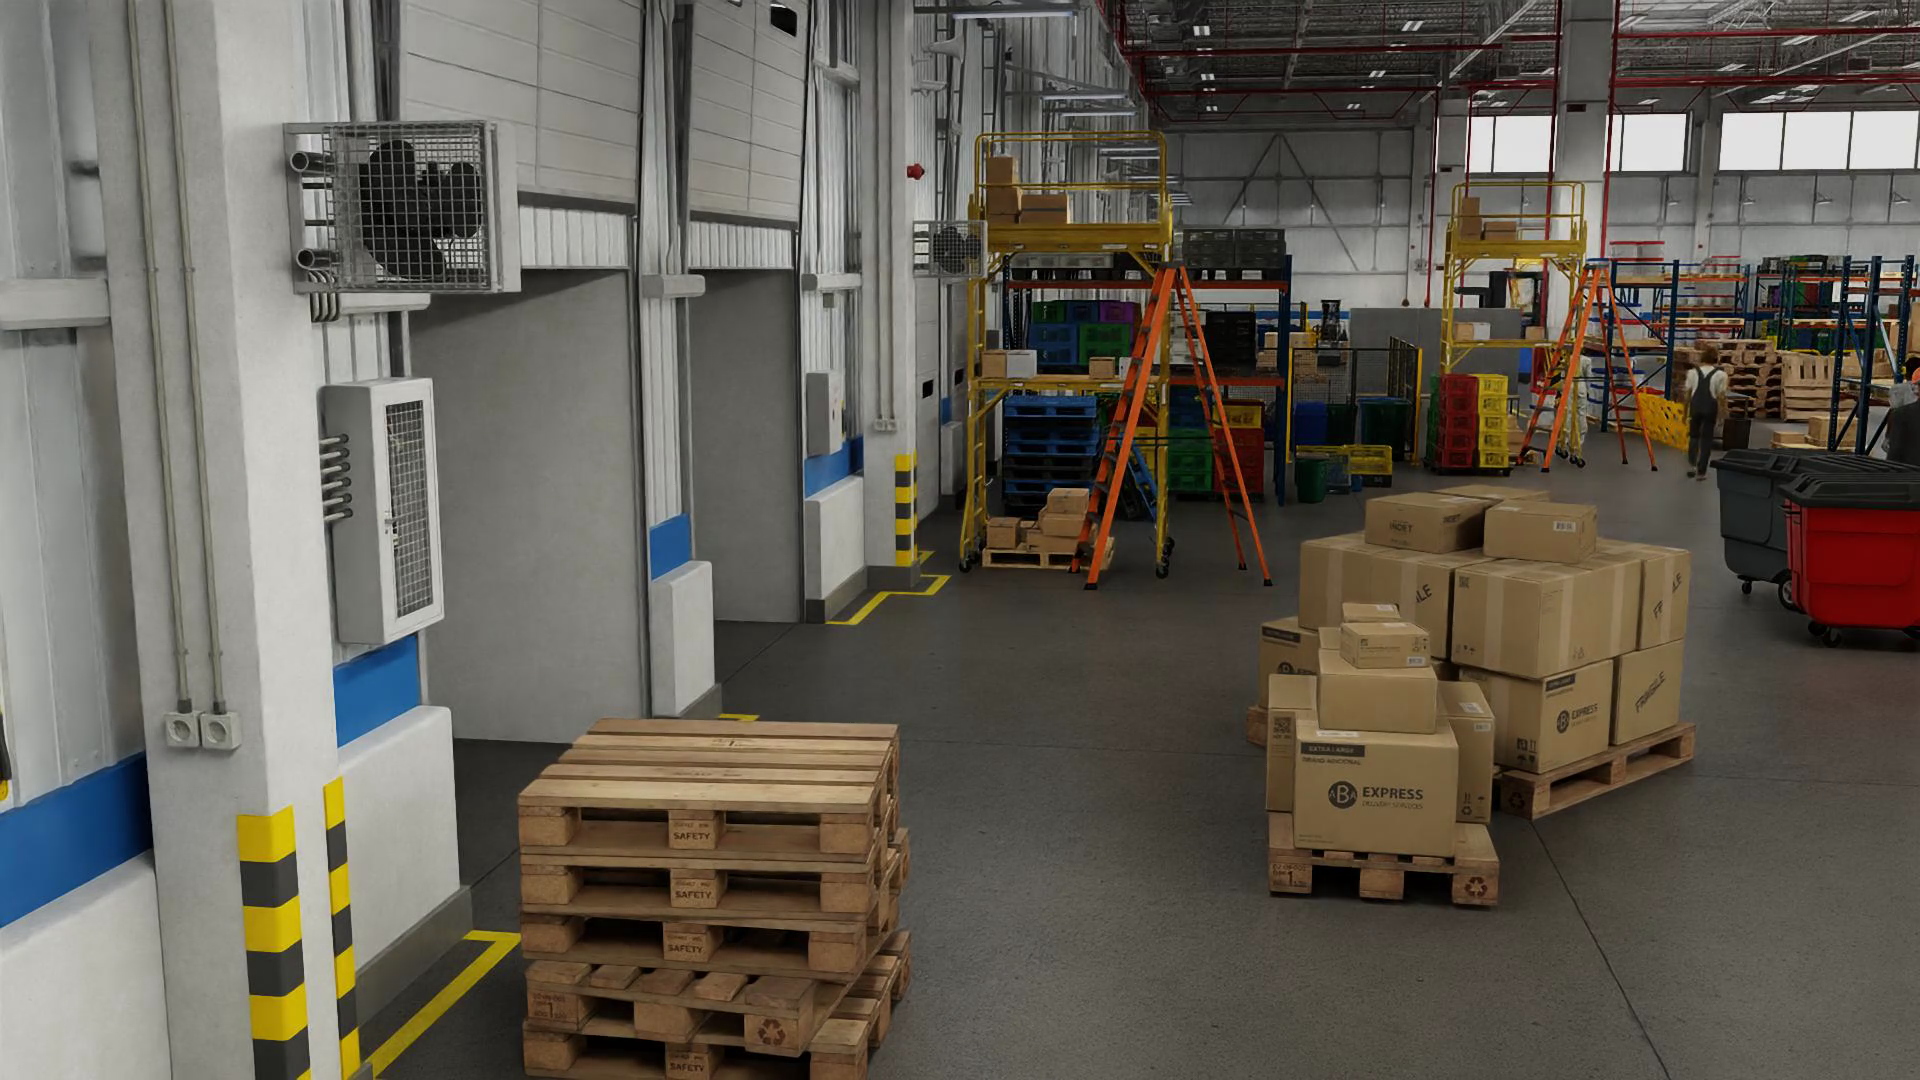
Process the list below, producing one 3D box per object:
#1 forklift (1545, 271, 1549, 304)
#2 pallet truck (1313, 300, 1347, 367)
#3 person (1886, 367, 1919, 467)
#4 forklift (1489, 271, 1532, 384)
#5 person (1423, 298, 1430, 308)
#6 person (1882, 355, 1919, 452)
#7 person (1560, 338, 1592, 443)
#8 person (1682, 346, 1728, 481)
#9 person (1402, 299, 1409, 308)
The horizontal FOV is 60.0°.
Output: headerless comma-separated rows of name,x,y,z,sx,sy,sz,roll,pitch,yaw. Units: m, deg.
forklift,16.455,-6.023,45.914,1.873,2.768,1.129,-3,10,-17
pallet truck,11.159,-6.200,49.718,0.823,1.965,1.885,4,10,26
person,8.794,-0.602,15.230,0.609,1.986,0.391,2,9,9
forklift,13.422,-5.322,41.591,1.873,2.768,1.129,1,9,9
person,15.655,-7.168,55.874,0.543,1.939,0.359,2,9,9
person,10.948,-1.192,19.221,0.514,1.873,0.329,2,9,9
person,10.153,-2.464,27.461,0.484,1.744,0.295,2,9,9
person,10.121,-1.717,22.592,0.540,1.823,0.492,6,11,34
person,14.301,-6.774,53.460,0.627,1.935,0.373,2,9,9
